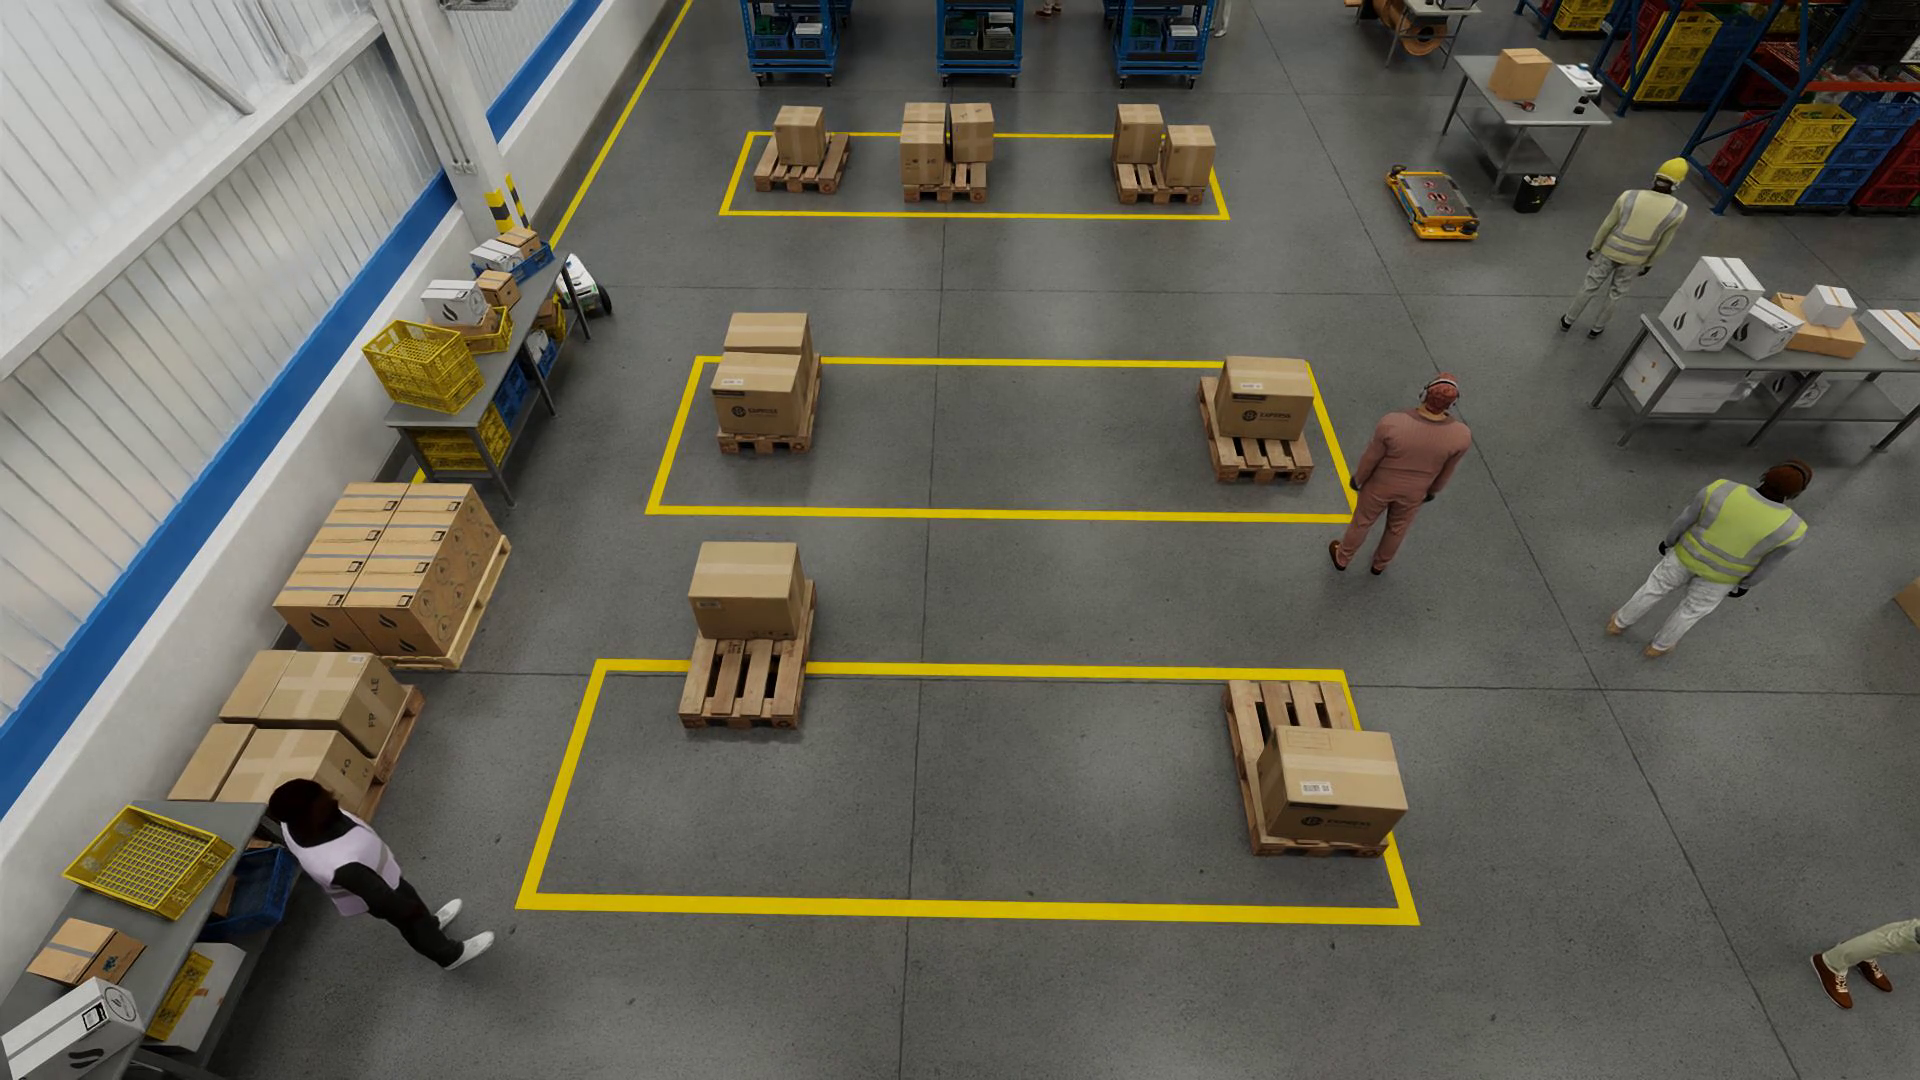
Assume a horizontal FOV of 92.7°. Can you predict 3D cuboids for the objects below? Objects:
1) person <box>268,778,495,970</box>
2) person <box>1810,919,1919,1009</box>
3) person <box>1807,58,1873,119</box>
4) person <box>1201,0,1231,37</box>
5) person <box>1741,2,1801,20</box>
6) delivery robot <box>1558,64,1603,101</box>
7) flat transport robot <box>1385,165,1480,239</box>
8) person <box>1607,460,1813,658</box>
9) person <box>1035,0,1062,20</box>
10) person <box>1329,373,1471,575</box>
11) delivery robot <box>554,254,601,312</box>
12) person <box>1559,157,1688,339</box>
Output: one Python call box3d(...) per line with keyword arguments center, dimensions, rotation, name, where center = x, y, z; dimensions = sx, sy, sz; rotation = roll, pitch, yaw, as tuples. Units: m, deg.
box3d(center=(-3.114, 1.807, 4.871), dimensions=(0.590, 1.916, 0.391), rotation=(32, 56, 25), name="person")
box3d(center=(5.277, 1.973, 4.758), dimensions=(0.520, 1.871, 0.326), rotation=(-12, 50, -10), name="person")
box3d(center=(11.361, -6.079, 11.693), dimensions=(0.454, 1.917, 0.684), rotation=(13, 50, 11), name="person")
box3d(center=(4.086, -8.693, 14.148), dimensions=(0.316, 1.632, 0.521), rotation=(-33, 57, -25), name="person")
box3d(center=(13.347, -9.258, 14.505), dimensions=(0.588, 1.823, 0.969), rotation=(-31, 56, -24), name="person")
box3d(center=(8.596, -6.383, 12.794), dimensions=(0.477, 0.478, 0.707), rotation=(-6, 49, -5), name="delivery robot")
box3d(center=(5.692, -4.094, 11.059), dimensions=(0.652, 0.197, 1.431), rotation=(1, 49, 1), name="flat transport robot")
box3d(center=(5.199, 0.140, 6.363), dimensions=(0.429, 1.844, 0.626), rotation=(-31, 56, -24), name="person")
box3d(center=(1.457, -9.378, 14.500), dimensions=(0.613, 1.995, 0.391), rotation=(-36, 58, -27), name="person")
box3d(center=(3.259, -0.454, 6.834), dimensions=(0.639, 1.909, 0.409), rotation=(10, 50, 8), name="person")
box3d(center=(-4.081, -2.731, 9.633), dimensions=(0.477, 0.478, 0.707), rotation=(-27, 55, -22), name="delivery robot")
box3d(center=(6.468, -2.809, 8.927), dimensions=(0.591, 1.823, 0.404), rotation=(28, 55, 22), name="person")
